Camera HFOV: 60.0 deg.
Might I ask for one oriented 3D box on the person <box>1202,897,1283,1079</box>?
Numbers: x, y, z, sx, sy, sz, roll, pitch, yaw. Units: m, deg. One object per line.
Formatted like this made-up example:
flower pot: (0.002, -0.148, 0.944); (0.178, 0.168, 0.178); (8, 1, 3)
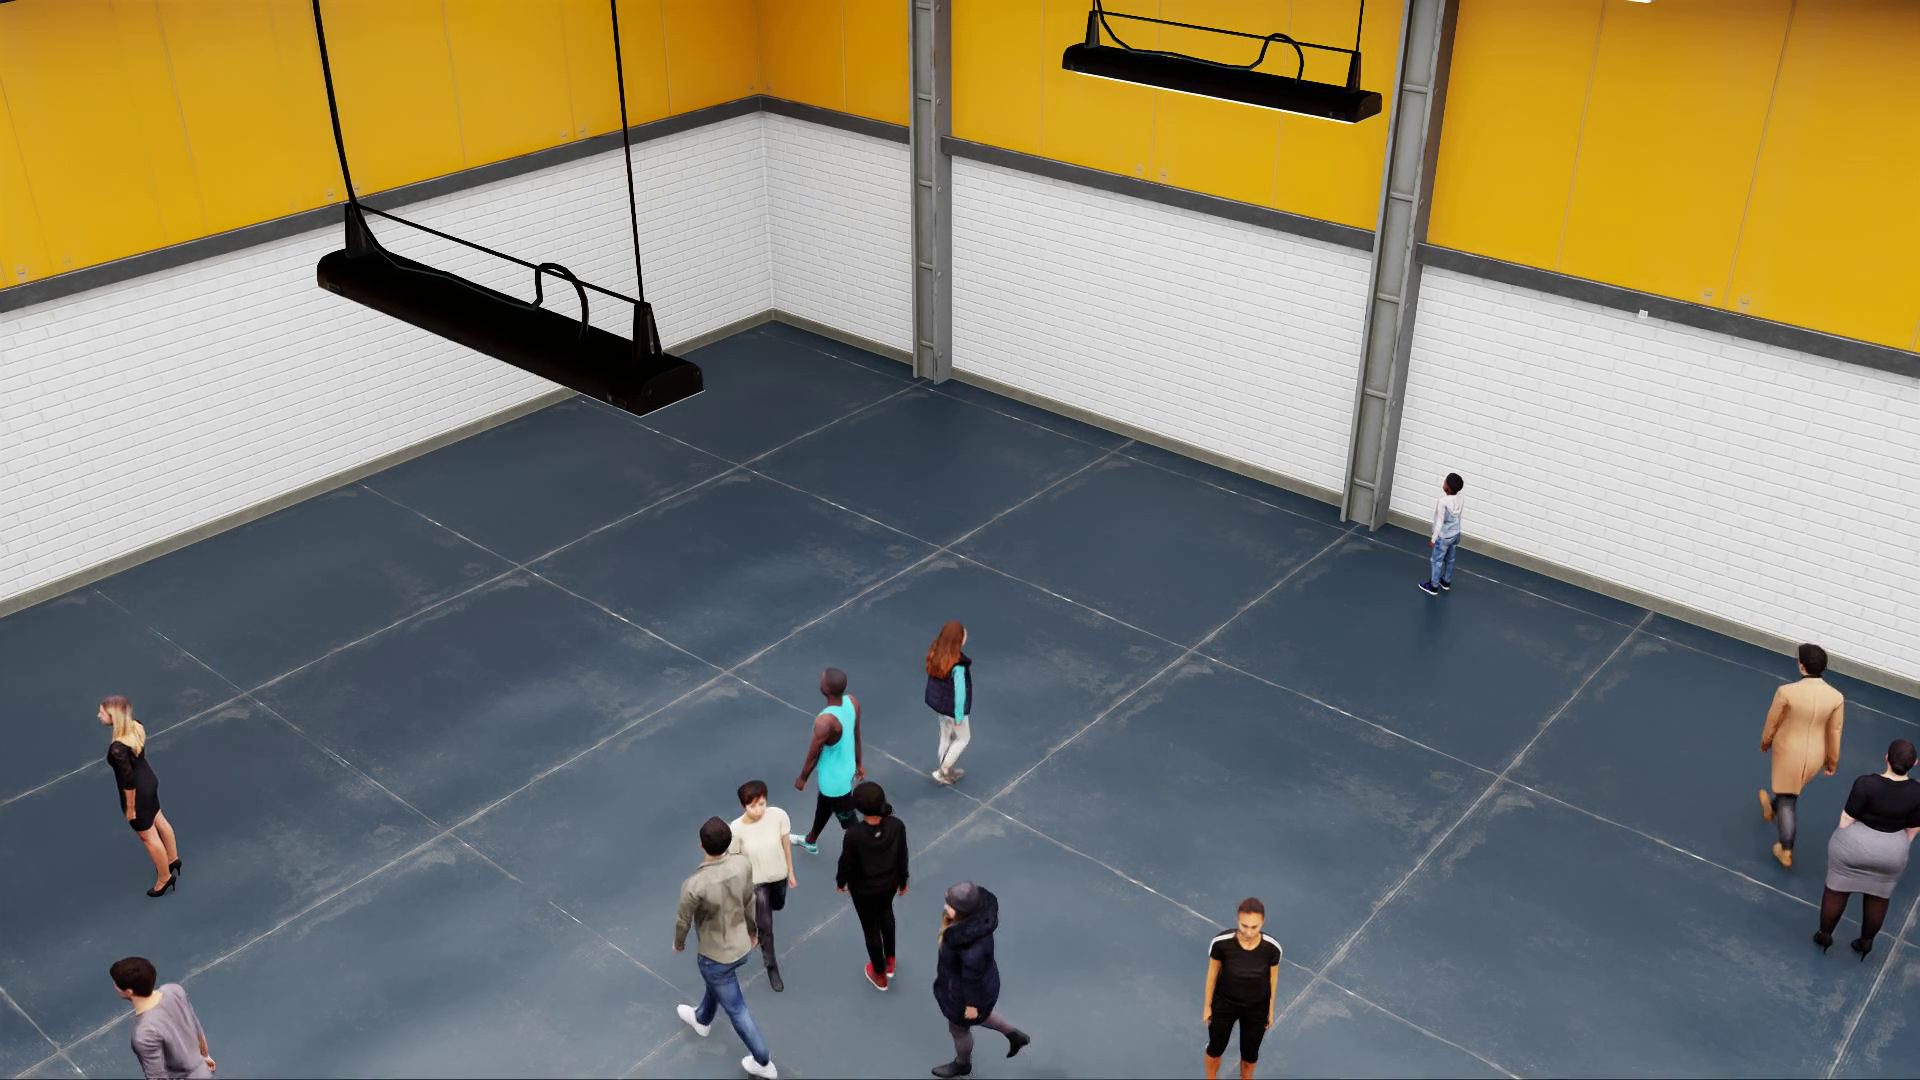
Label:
person: (1.717, 2.840, 10.198); (0.600, 1.669, 0.714); (4, 29, 8)

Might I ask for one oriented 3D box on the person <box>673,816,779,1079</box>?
person: (-1.434, 2.629, 10.431); (1.151, 1.814, 0.692); (22, 35, 34)

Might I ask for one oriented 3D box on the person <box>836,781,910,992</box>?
person: (-0.535, 2.351, 11.105); (0.699, 1.657, 0.696); (-13, 31, -22)

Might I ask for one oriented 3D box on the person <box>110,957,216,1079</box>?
person: (-4.370, 3.137, 9.495); (1.065, 1.820, 1.005); (-4, 29, -7)

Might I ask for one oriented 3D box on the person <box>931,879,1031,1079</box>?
person: (0.136, 2.753, 10.371); (1.022, 1.655, 0.955); (0, 29, 0)

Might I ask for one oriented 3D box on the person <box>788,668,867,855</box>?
person: (-0.816, 1.769, 12.060); (1.214, 1.764, 0.801); (13, 31, 23)

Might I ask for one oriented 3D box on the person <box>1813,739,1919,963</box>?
person: (6.250, 2.130, 11.407); (0.722, 1.757, 0.834); (6, 29, 11)

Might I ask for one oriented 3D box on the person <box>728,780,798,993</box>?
person: (-1.351, 2.266, 11.364); (0.832, 1.559, 1.067); (-15, 32, -25)

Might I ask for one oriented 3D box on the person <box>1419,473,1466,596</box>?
person: (4.665, -0.075, 15.966); (0.546, 1.261, 0.577); (-15, 32, -25)

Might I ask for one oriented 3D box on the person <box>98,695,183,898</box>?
person: (-5.933, 1.836, 12.030); (0.665, 1.676, 0.595); (-4, 29, -7)

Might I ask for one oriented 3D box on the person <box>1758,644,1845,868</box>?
person: (6.265, 1.644, 12.382); (1.123, 1.675, 1.074); (5, 29, 8)

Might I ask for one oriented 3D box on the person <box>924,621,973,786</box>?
person: (-0.140, 1.316, 13.178); (0.694, 1.490, 0.623); (-17, 33, -29)
